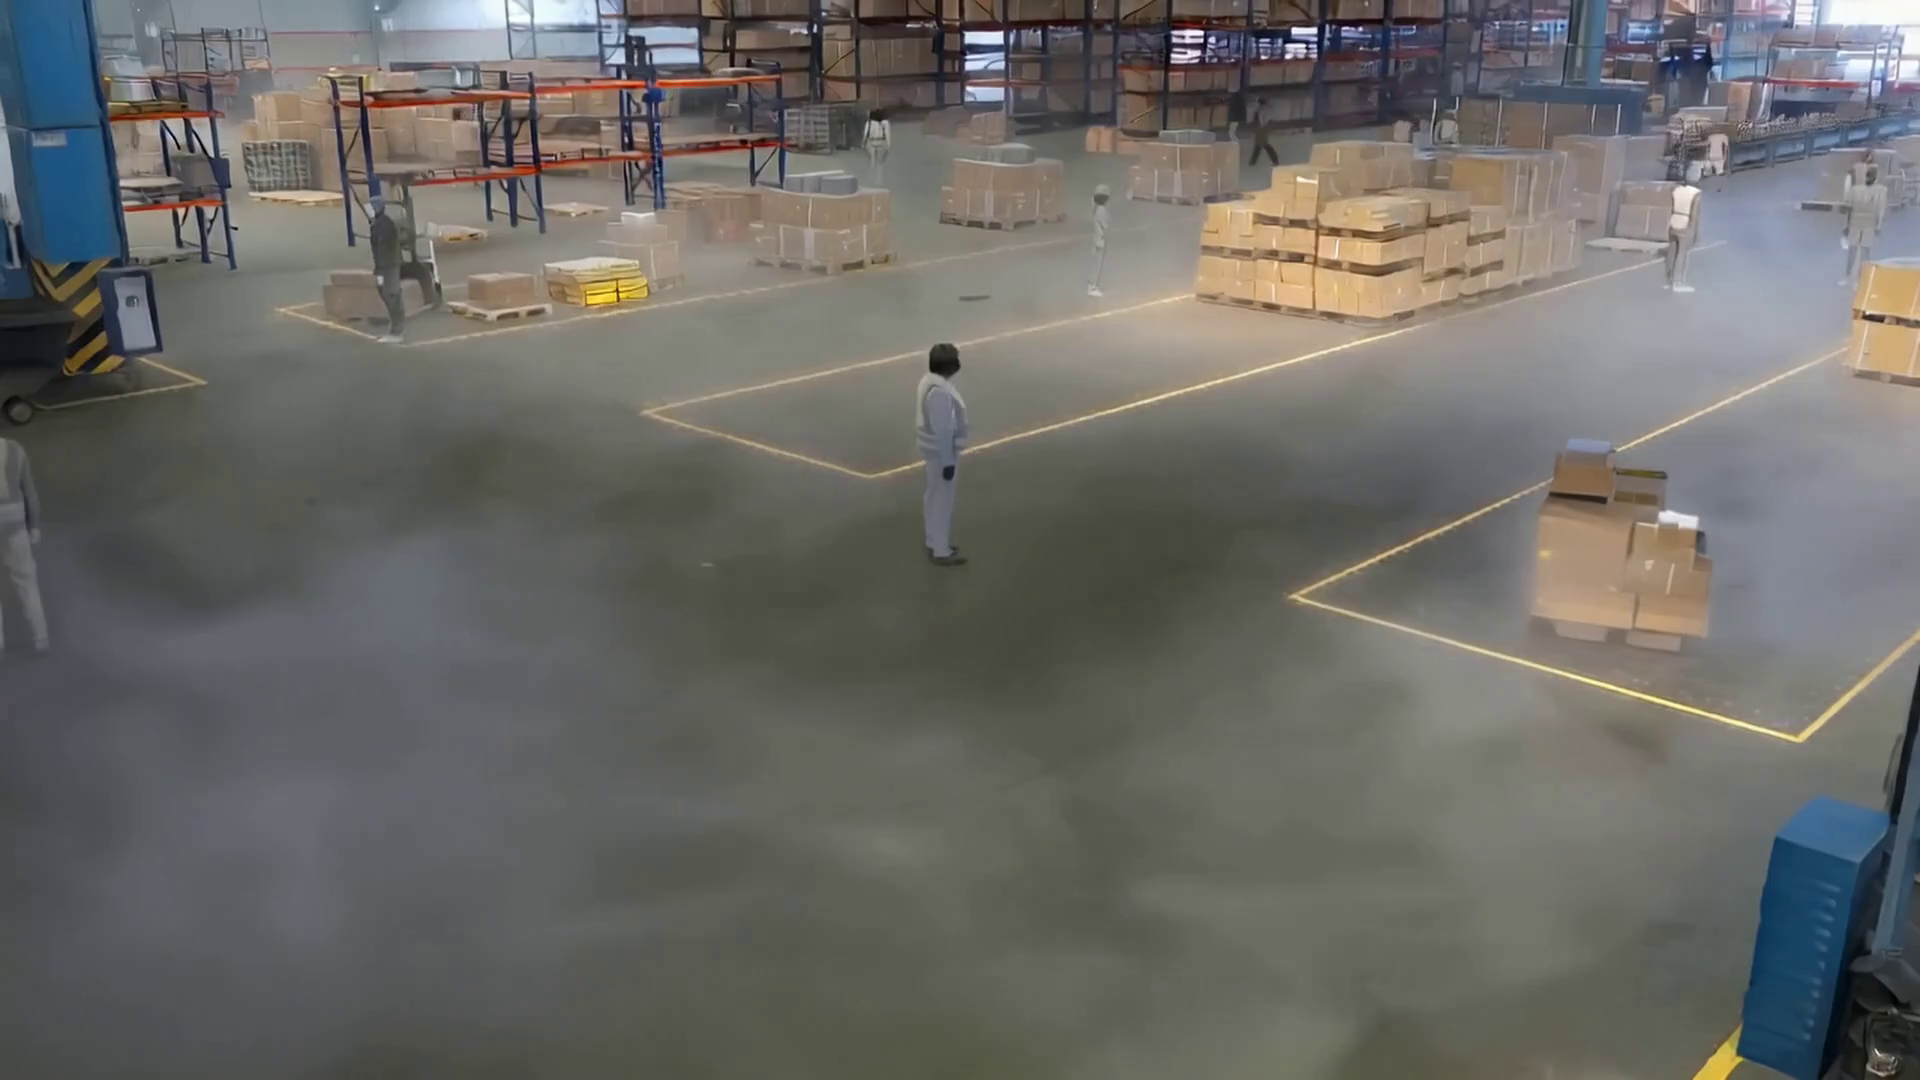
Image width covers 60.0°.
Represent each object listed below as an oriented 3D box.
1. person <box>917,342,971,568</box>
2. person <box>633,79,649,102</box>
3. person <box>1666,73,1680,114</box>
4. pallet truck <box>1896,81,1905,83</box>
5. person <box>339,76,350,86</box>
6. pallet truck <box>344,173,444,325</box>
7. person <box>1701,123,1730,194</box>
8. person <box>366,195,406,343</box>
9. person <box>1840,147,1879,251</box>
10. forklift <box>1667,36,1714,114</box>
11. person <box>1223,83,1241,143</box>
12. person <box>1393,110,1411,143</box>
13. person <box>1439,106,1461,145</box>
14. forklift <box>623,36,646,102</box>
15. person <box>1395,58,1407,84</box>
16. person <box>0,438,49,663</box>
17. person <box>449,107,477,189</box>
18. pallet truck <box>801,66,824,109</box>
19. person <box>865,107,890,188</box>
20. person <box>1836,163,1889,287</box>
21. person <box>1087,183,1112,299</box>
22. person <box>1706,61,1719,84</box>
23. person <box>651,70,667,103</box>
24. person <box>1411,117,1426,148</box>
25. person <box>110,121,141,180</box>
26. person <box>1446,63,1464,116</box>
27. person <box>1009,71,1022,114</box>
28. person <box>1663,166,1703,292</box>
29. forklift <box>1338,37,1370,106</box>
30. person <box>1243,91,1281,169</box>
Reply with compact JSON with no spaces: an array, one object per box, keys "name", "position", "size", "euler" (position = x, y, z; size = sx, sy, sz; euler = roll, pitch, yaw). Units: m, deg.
[{"name":"person","position":[-0.130,-0.700,13.515],"size":[0.429,1.843,0.633],"euler":[-3,19,-9]},{"name":"person","position":[-10.781,-14.788,56.340],"size":[0.524,1.588,0.873],"euler":[-8,20,-23]},{"name":"person","position":[24.597,-15.212,57.412],"size":[0.905,1.719,0.538],"euler":[-16,24,-39]},{"name":"pallet truck","position":[34.802,-16.331,61.455],"size":[0.653,1.274,1.630],"euler":[17,25,41]},{"name":"person","position":[-21.556,-15.446,58.327],"size":[0.884,1.594,0.531],"euler":[12,22,32]},{"name":"pallet truck","position":[-8.209,-4.181,23.757],"size":[0.823,1.965,1.885],"euler":[3,19,9]},{"name":"person","position":[17.353,-8.760,38.196],"size":[0.840,1.591,0.505],"euler":[-16,24,-40]},{"name":"person","position":[-7.630,-3.599,22.097],"size":[0.354,1.938,0.636],"euler":[-2,18,-5]},{"name":"person","position":[16.124,-6.090,29.736],"size":[0.548,1.853,0.419],"euler":[-11,21,-29]},{"name":"forklift","position":[27.341,-17.291,61.877],"size":[1.129,2.768,1.873],"euler":[17,25,41]},{"name":"person","position":[7.693,-11.858,46.911],"size":[0.426,1.979,0.612],"euler":[-7,20,-19]},{"name":"person","position":[10.994,-9.835,41.310],"size":[0.537,1.668,0.781],"euler":[-14,23,-36]},{"name":"person","position":[11.394,-9.112,38.738],"size":[0.404,1.927,0.546],"euler":[-14,23,-36]},{"name":"forklift","position":[-12.182,-17.476,62.434],"size":[1.129,2.768,1.873],"euler":[17,25,41]},{"name":"person","position":[19.776,-21.021,74.781],"size":[0.610,1.817,0.425],"euler":[15,23,38]},{"name":"person","position":[-6.749,-0.058,11.581],"size":[0.633,1.841,0.429],"euler":[-16,24,-40]},{"name":"person","position":[-11.735,-9.217,39.113],"size":[0.939,1.873,0.597],"euler":[13,23,35]},{"name":"pallet truck","position":[-4.812,-15.182,56.903],"size":[0.823,1.965,1.885],"euler":[-9,21,-26]},{"name":"person","position":[-1.955,-9.218,39.153],"size":[0.623,1.850,0.843],"euler":[1,18,2]},{"name":"person","position":[14.227,-4.958,26.192],"size":[0.356,1.936,0.551],"euler":[-16,24,-40]},{"name":"person","position":[2.121,-4.531,25.226],"size":[0.328,1.734,0.480],"euler":[4,19,11]},{"name":"person","position":[31.147,-19.021,68.988],"size":[0.543,1.666,0.803],"euler":[6,19,18]},{"name":"person","position":[-10.209,-14.970,56.407],"size":[0.587,1.911,0.397],"euler":[7,20,20]},{"name":"person","position":[9.919,-8.265,36.254],"size":[0.319,1.876,0.532],"euler":[15,24,39]},{"name":"person","position":[-19.601,-9.253,39.176],"size":[0.900,1.906,0.655],"euler":[14,23,37]},{"name":"person","position":[18.246,-16.528,61.078],"size":[0.560,1.918,0.559],"euler":[12,22,31]},{"name":"person","position":[1.896,-15.215,57.276],"size":[0.757,1.817,0.658],"euler":[-17,25,-42]},{"name":"person","position":[11.238,-4.826,25.829],"size":[0.373,1.915,0.594],"euler":[-5,19,-16]},{"name":"forklift","position":[14.339,-17.228,61.688],"size":[1.129,2.768,1.873],"euler":[17,25,41]},{"name":"person","position":[7.973,-10.734,43.435],"size":[0.968,2.000,0.694],"euler":[0,18,1]}]
